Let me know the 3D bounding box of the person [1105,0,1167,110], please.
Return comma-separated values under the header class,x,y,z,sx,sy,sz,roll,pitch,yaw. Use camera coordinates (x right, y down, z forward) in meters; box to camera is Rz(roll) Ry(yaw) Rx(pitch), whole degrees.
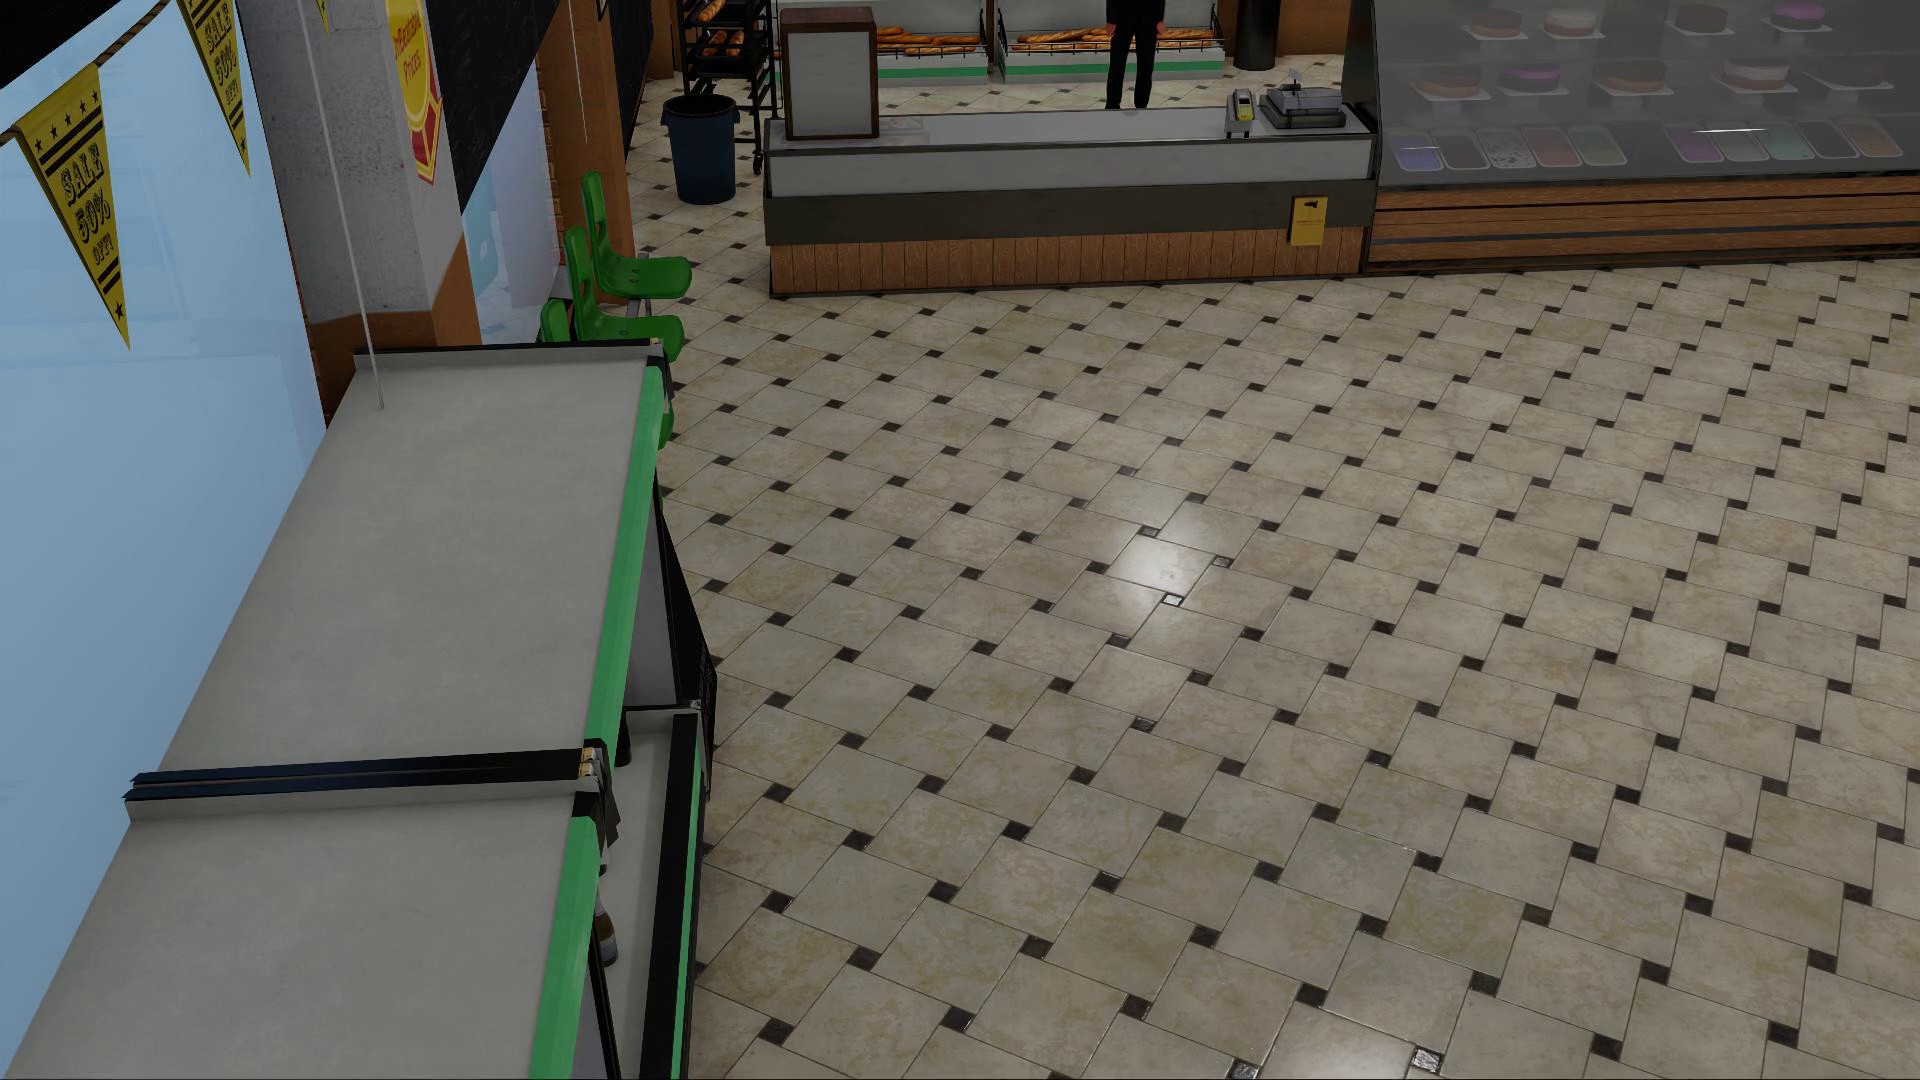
class,x,y,z,sx,sy,sz,roll,pitch,yaw
person,1.429,-4.235,13.462,0.630,1.866,0.550,-3,32,-4
